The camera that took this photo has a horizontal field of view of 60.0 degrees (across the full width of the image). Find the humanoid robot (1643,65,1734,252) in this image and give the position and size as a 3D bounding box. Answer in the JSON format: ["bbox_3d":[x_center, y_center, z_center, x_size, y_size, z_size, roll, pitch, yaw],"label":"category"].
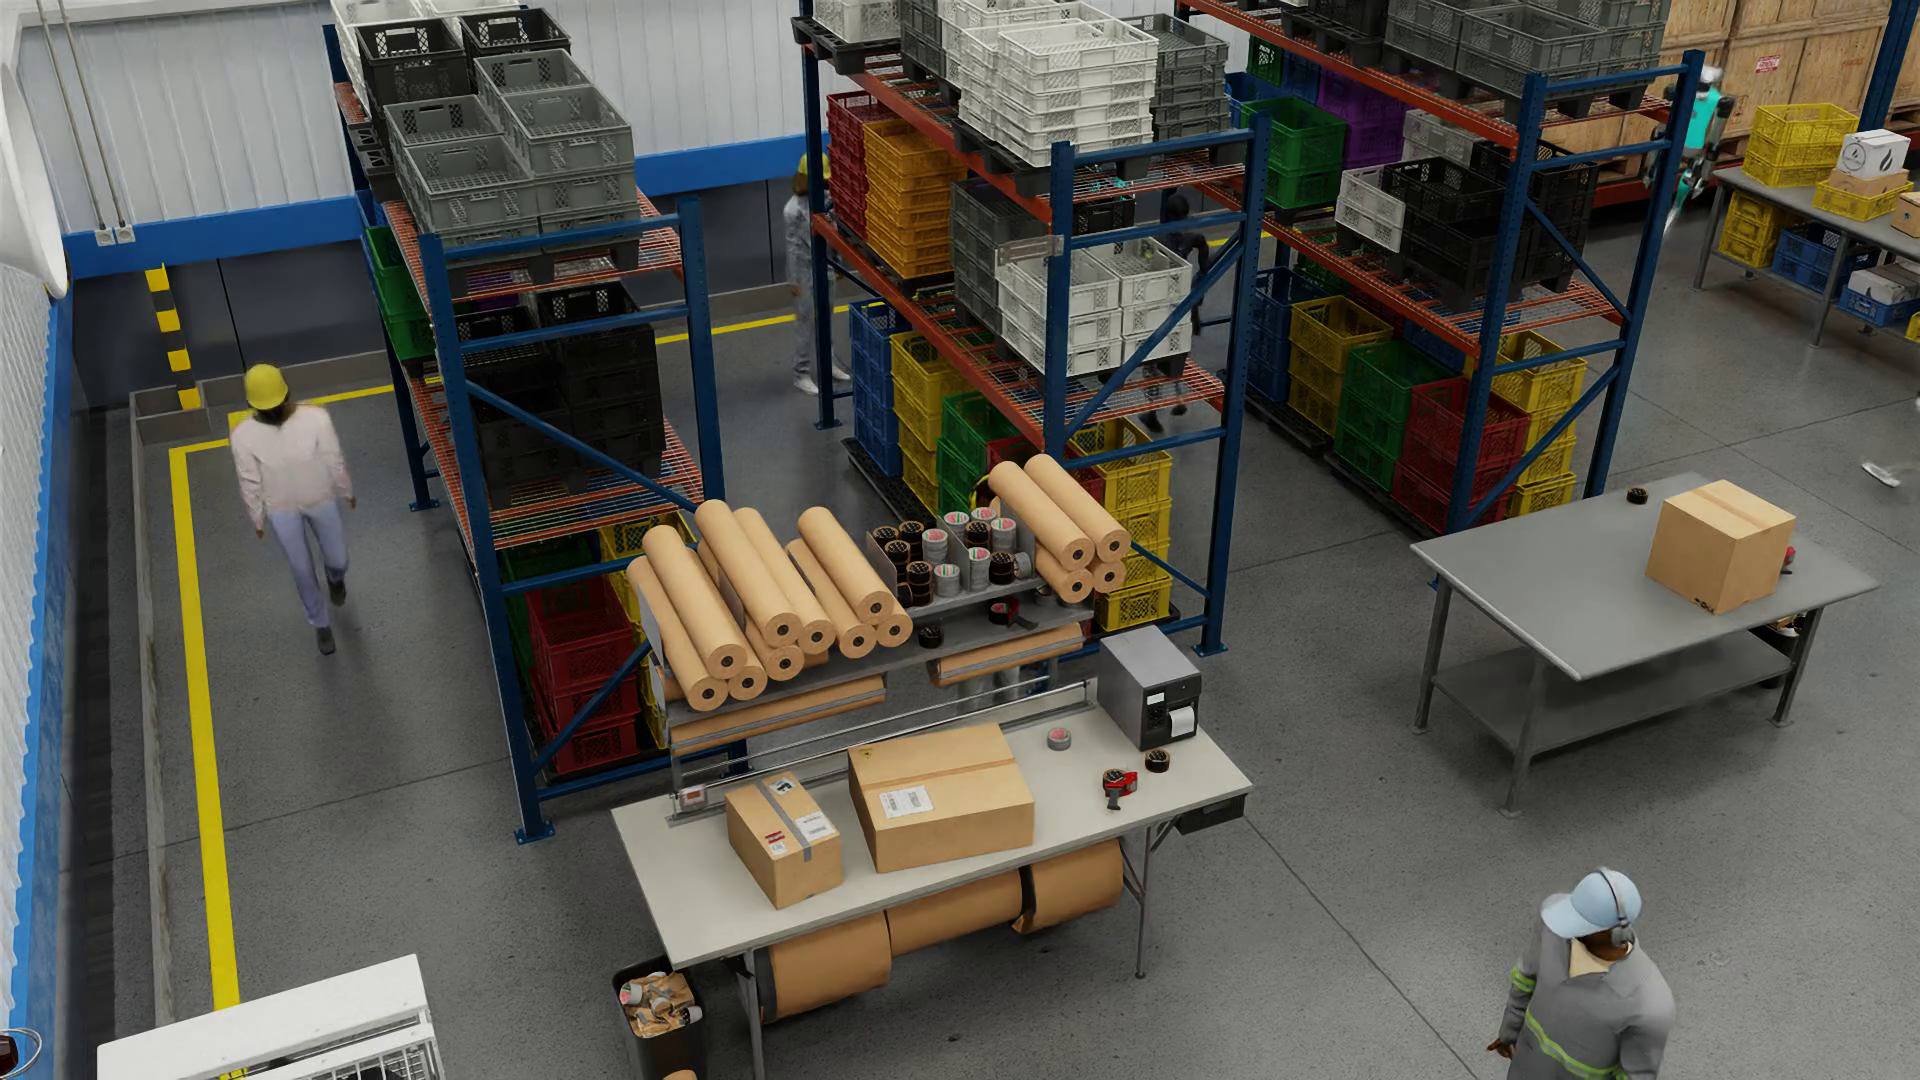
[{"bbox_3d":[5.882,-3.009,13.530,0.566,1.838,0.881,17,36,26],"label":"humanoid robot"}]

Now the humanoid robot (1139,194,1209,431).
[{"bbox_3d":[1.350,-1.508,11.078,0.584,1.652,0.355,-9,33,-14],"label":"humanoid robot"}]

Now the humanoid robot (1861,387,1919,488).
[{"bbox_3d":[6.158,-0.895,10.054,0.542,1.747,1.033,-18,36,-27],"label":"humanoid robot"}]

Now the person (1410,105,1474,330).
[{"bbox_3d":[3.539,-2.274,12.160,0.512,1.845,0.340,27,41,36],"label":"person"}]

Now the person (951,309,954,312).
[{"bbox_3d":[0.112,-2.480,12.472,0.326,1.871,0.517,-5,32,-8],"label":"person"}]

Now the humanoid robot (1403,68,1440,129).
[{"bbox_3d":[3.969,-3.077,13.637,0.799,1.804,0.537,18,36,27],"label":"humanoid robot"}]

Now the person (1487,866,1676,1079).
[{"bbox_3d":[1.993,1.795,5.550,0.396,1.847,0.587,-13,34,-20],"label":"person"}]

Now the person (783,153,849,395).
[{"bbox_3d":[-1.002,-1.870,11.611,0.312,1.736,0.483,23,38,32],"label":"person"}]

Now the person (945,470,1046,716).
[{"bbox_3d":[0.150,0.494,7.648,0.515,1.865,0.330,-10,33,-16],"label":"person"}]

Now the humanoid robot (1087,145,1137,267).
[{"bbox_3d":[1.210,-2.904,13.160,0.533,1.676,0.735,-6,32,-10],"label":"humanoid robot"}]

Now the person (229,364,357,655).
[{"bbox_3d":[-3.528,-0.209,8.892,0.556,1.739,0.544,-13,34,-21],"label":"person"}]
